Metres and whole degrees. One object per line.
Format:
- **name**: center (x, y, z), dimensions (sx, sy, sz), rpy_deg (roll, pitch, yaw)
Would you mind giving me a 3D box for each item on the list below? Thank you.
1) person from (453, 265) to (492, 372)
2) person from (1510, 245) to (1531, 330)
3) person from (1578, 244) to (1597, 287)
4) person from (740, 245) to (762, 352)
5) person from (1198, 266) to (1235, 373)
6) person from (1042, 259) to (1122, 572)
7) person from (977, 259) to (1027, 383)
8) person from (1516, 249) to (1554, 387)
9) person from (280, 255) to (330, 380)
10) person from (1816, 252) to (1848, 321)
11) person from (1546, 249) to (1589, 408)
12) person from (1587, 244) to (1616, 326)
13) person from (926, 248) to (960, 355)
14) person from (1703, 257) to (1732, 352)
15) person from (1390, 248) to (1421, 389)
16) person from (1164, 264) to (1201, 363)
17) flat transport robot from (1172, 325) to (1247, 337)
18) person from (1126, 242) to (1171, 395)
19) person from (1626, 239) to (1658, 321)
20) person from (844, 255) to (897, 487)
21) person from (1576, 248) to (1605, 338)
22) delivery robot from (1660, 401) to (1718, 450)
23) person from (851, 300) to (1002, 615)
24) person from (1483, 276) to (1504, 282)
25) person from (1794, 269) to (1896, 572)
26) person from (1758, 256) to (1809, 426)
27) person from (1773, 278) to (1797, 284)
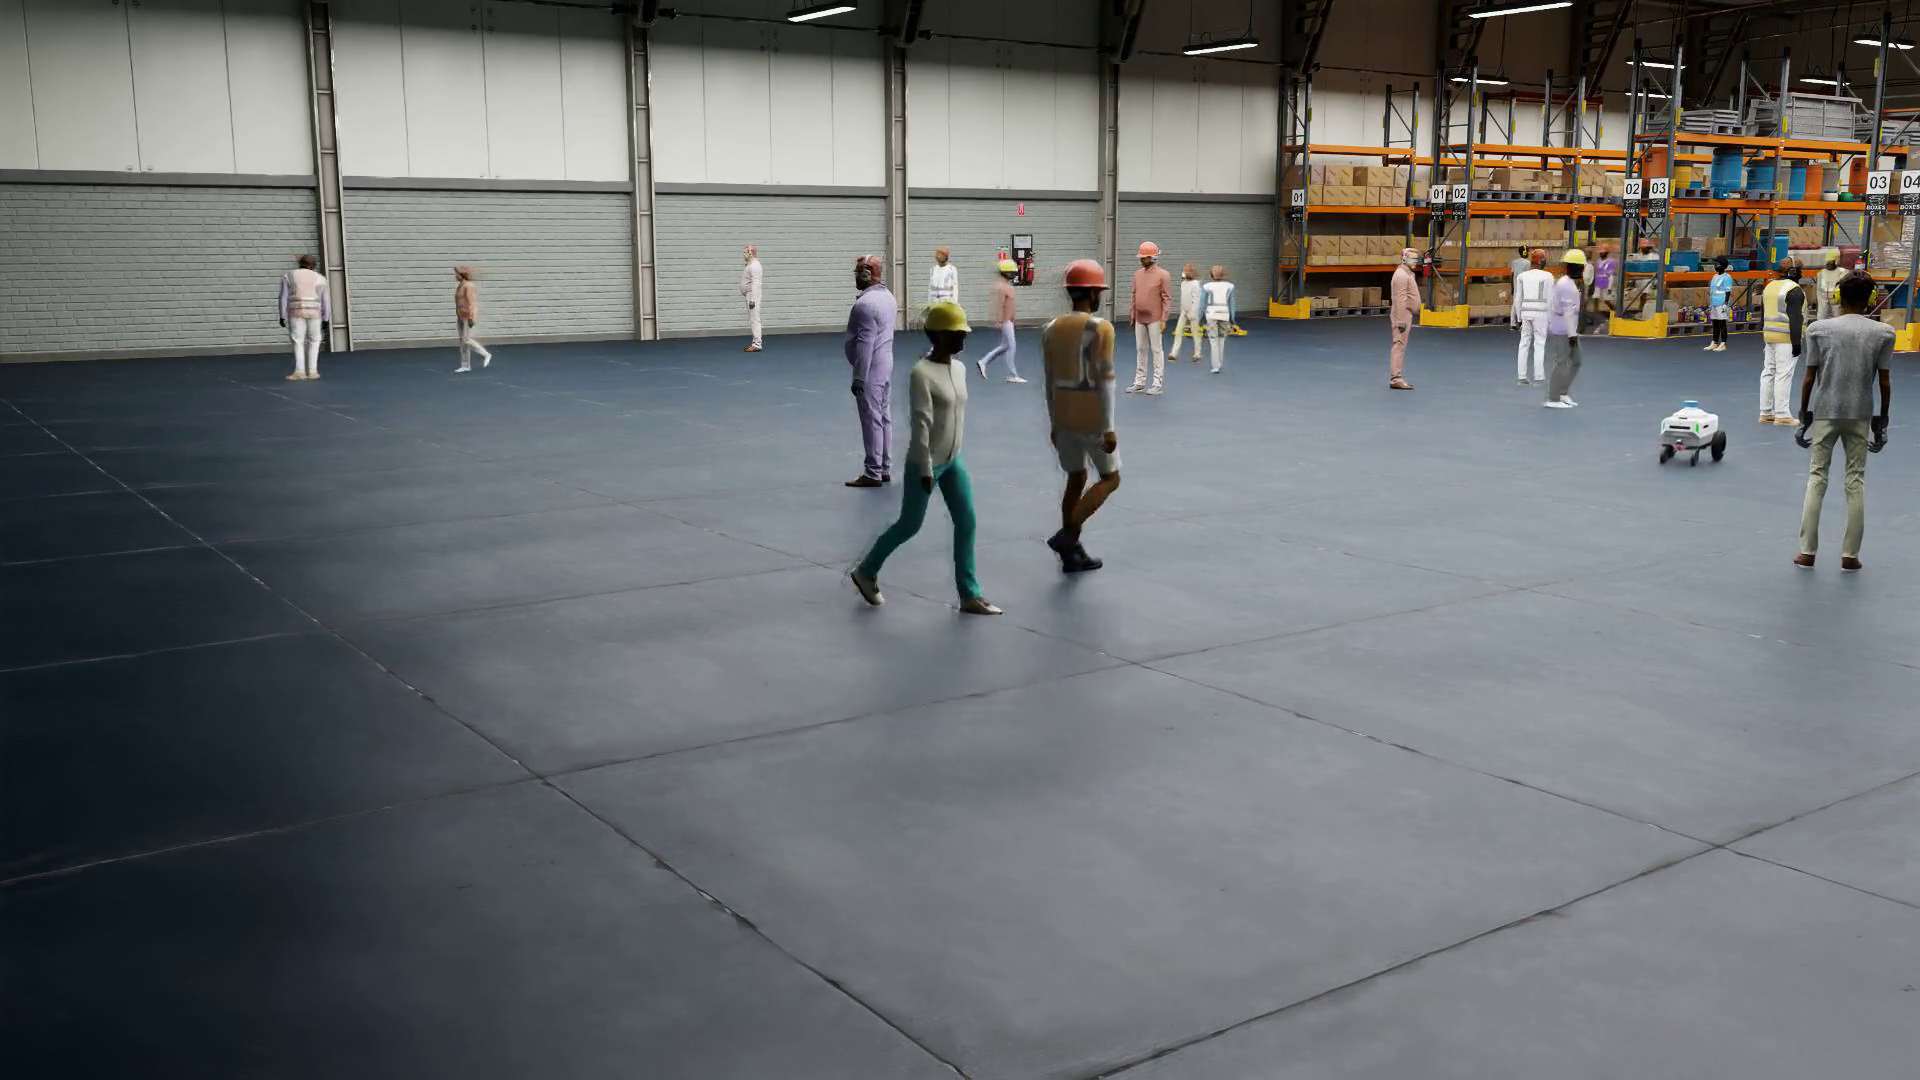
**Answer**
- **person**: center (-7.477, -3.364, 25.350), dimensions (0.461, 1.630, 0.527), rpy_deg (-7, 13, -35)
- **person**: center (12.369, -5.553, 36.689), dimensions (0.334, 1.865, 0.517), rpy_deg (-6, 12, -32)
- **person**: center (16.904, -6.993, 44.583), dimensions (1.015, 1.875, 0.615), rpy_deg (-7, 13, -34)
- **person**: center (-3.753, -4.343, 29.933), dimensions (0.405, 1.906, 0.653), rpy_deg (-1, 10, -6)
- **person**: center (3.881, -3.358, 25.333), dimensions (0.540, 1.604, 0.758), rpy_deg (-2, 10, -9)
- **person**: center (0.739, -0.737, 10.115), dimensions (0.447, 1.921, 0.575), rpy_deg (-9, 14, -40)
- **person**: center (0.593, -3.105, 23.597), dimensions (0.713, 1.746, 0.528), rpy_deg (3, 11, 17)
- **person**: center (7.942, -3.059, 22.958), dimensions (0.354, 1.883, 0.573), rpy_deg (-8, 13, -37)
- **person**: center (-9.472, -3.217, 24.078), dimensions (0.693, 1.804, 0.577), rpy_deg (-5, 12, -27)
- **person**: center (16.561, -4.579, 31.608), dimensions (0.581, 1.784, 0.965), rpy_deg (10, 14, 43)
- **person**: center (7.317, -2.518, 19.941), dimensions (0.499, 1.910, 0.590), rpy_deg (5, 11, 24)
- **person**: center (14.999, -5.915, 38.591), dimensions (0.868, 1.910, 0.544), rpy_deg (-5, 12, -26)
- **person**: center (-0.307, -4.145, 29.052), dimensions (0.665, 1.870, 0.574), rpy_deg (8, 13, 36)
- **person**: center (13.637, -4.225, 29.863), dimensions (0.320, 1.695, 0.537), rpy_deg (-1, 10, -4)
- **person**: center (6.050, -3.004, 22.605), dimensions (0.399, 1.905, 0.642), rpy_deg (3, 11, 17)
- **person**: center (3.642, -3.687, 27.136), dimensions (0.752, 1.600, 0.523), rpy_deg (-5, 12, -27)
- **flat transport robot**: center (5.168, -4.334, 34.373), dimensions (1.431, 0.197, 0.652), rpy_deg (-6, 12, -28)
- **person**: center (2.468, -2.900, 21.806), dimensions (0.391, 1.986, 0.608), rpy_deg (-10, 14, -44)
- **person**: center (16.456, -6.253, 40.154), dimensions (1.022, 1.988, 0.623), rpy_deg (-7, 13, -35)
- **person**: center (-0.754, -1.395, 13.775), dimensions (0.408, 1.908, 0.642), rpy_deg (3, 11, 14)
- **person**: center (12.826, -5.028, 33.917), dimensions (0.553, 1.828, 0.517), rpy_deg (4, 11, 19)
- **delivery robot**: center (6.689, -1.033, 15.240), dimensions (0.477, 0.478, 0.707), rpy_deg (8, 13, 37)
- **person**: center (-0.210, -0.453, 9.119), dimensions (0.848, 1.731, 0.539), rpy_deg (7, 12, 33)
- **person**: center (13.166, -6.333, 41.102), dimensions (0.427, 1.815, 0.611), rpy_deg (-8, 13, -38)
- **person**: center (5.448, -0.731, 10.269), dimensions (0.509, 1.863, 0.311), rpy_deg (5, 11, 24)
- **person**: center (9.037, -2.176, 18.234), dimensions (0.429, 1.845, 0.621), rpy_deg (-1, 10, -5)
- **person**: center (20.221, -6.183, 40.790), dimensions (0.540, 1.632, 0.320), rpy_deg (5, 12, 28)
